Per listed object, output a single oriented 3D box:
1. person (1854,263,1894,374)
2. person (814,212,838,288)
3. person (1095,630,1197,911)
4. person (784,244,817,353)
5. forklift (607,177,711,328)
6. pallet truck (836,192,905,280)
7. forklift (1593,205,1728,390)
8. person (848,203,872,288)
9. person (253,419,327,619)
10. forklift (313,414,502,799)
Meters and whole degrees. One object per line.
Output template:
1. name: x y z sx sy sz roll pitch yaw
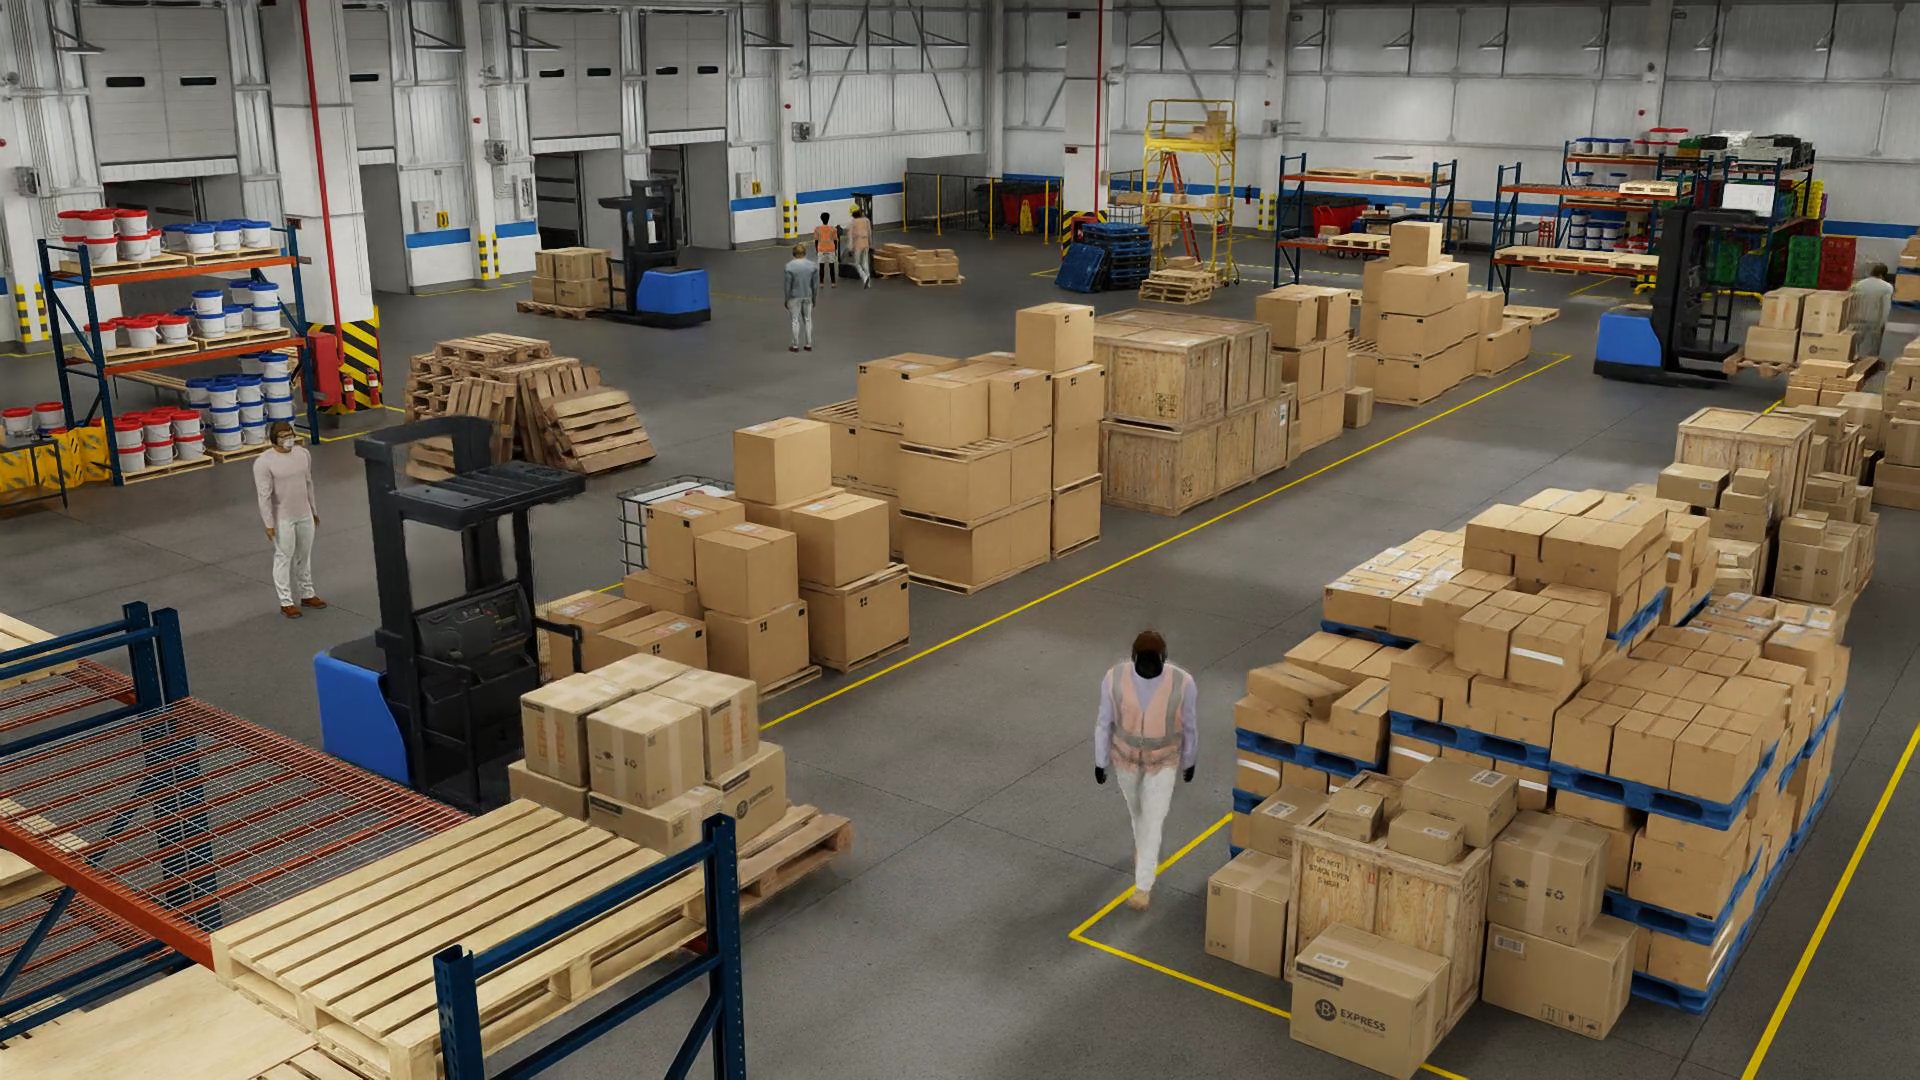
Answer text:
1. person: 15.099 -3.649 27.548 1.018 1.883 0.648 -12 21 -35
2. person: -2.995 -6.487 37.271 0.533 1.696 0.318 0 17 -1
3. person: 1.201 1.437 10.870 0.651 1.793 0.983 5 17 16
4. person: -2.844 -4.309 29.669 0.636 1.931 0.377 -9 19 -27
5. forklift: -5.919 -5.658 32.509 1.873 2.768 1.129 12 21 35
6. pallet truck: -1.936 -7.159 38.982 1.885 1.965 0.823 -12 21 -34
7. forklift: 11.510 -3.992 26.993 1.873 2.768 1.129 12 21 35
8. person: -2.214 -6.569 37.222 0.667 1.885 0.615 -15 22 -40
9. person: -6.478 -0.220 16.104 0.361 1.938 0.635 9 19 26
10. forklift: -3.740 0.540 11.987 1.873 2.768 1.129 11 20 33
